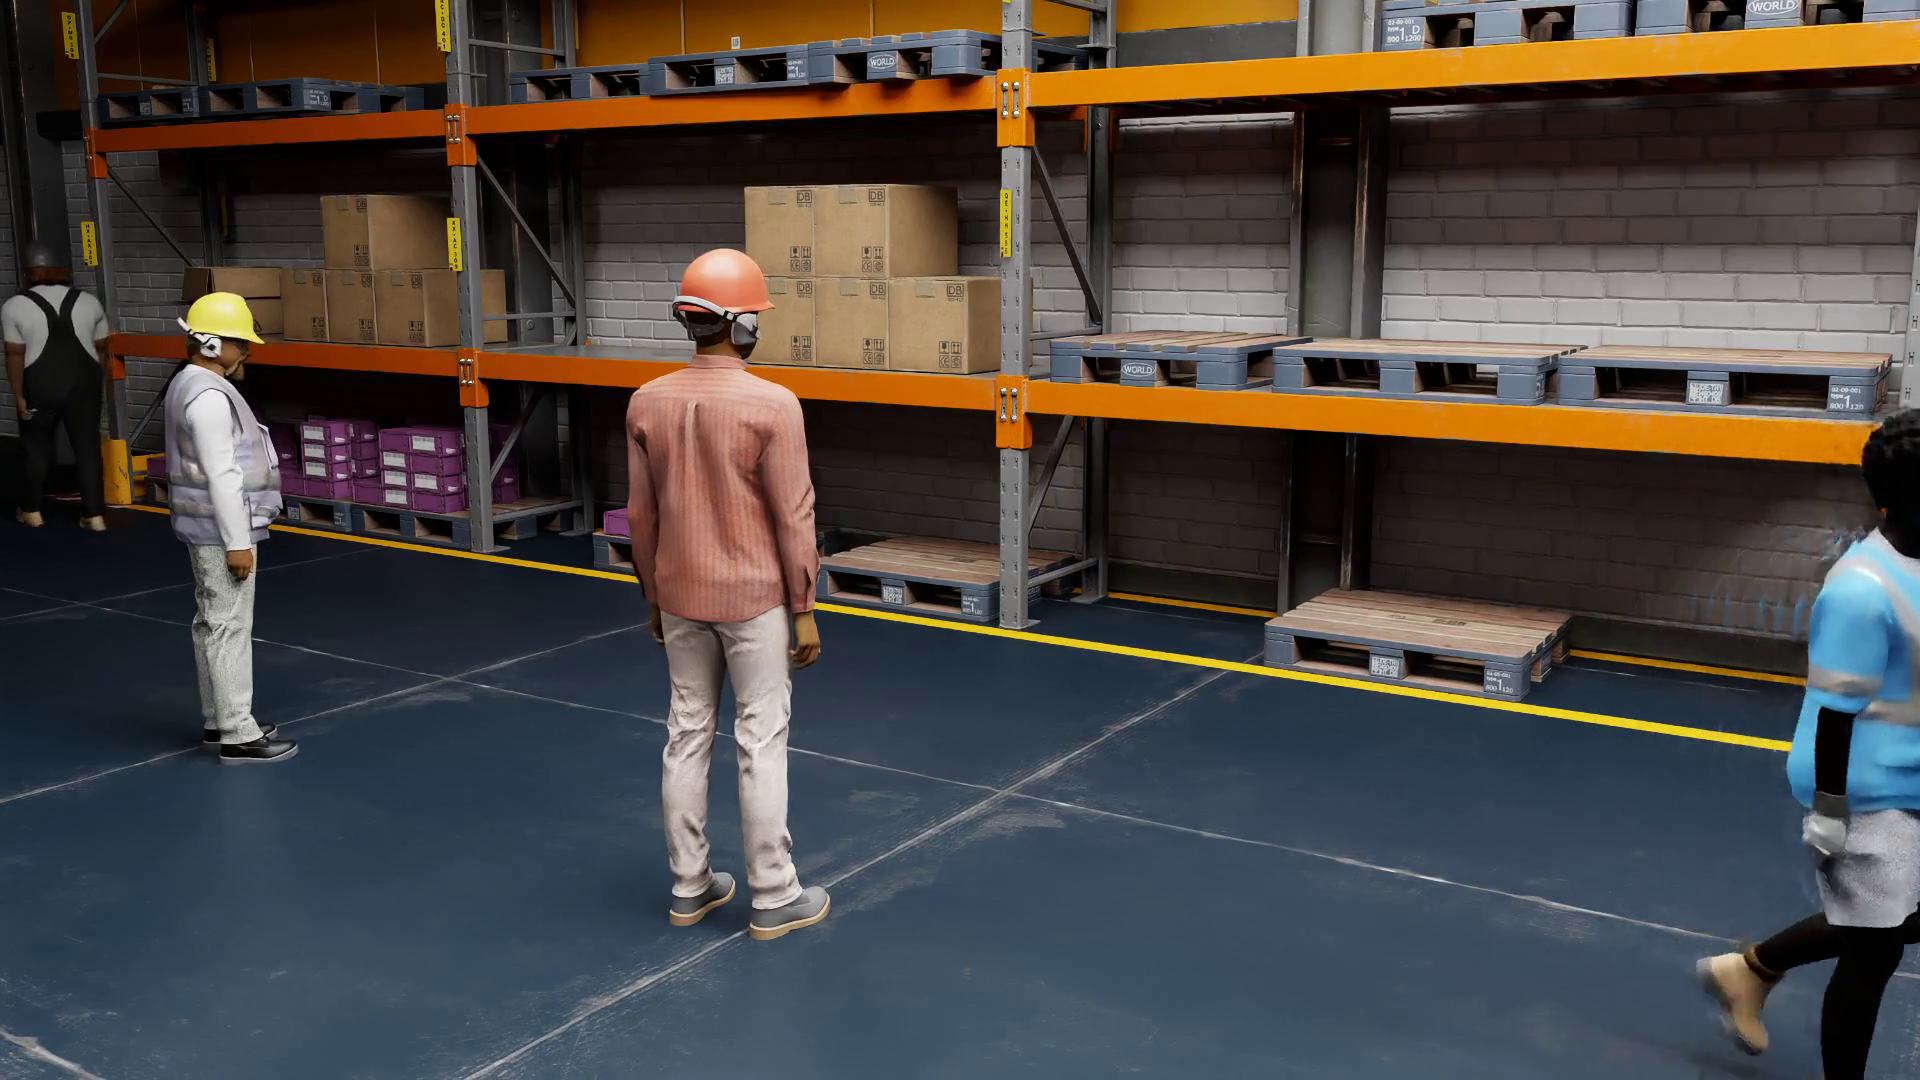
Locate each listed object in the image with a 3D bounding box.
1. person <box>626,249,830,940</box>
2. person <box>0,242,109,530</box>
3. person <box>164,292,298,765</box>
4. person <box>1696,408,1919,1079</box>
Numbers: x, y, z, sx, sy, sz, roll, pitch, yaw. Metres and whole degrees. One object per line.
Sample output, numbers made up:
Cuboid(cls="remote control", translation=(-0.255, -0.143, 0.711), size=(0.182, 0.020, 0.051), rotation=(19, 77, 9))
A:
Cuboid(cls="person", translation=(-0.670, 0.165, 4.837), size=(0.611, 1.996, 0.378), rotation=(5, 11, 26))
Cuboid(cls="person", translation=(-6.381, -1.097, 11.711), size=(0.704, 2.000, 0.913), rotation=(-10, 14, -43))
Cuboid(cls="person", translation=(-2.849, -0.043, 6.476), size=(0.403, 1.822, 0.588), rotation=(-7, 12, -33))
Cuboid(cls="person", translation=(1.951, 0.529, 3.687), size=(0.540, 1.679, 0.527), rotation=(-10, 14, -42))
